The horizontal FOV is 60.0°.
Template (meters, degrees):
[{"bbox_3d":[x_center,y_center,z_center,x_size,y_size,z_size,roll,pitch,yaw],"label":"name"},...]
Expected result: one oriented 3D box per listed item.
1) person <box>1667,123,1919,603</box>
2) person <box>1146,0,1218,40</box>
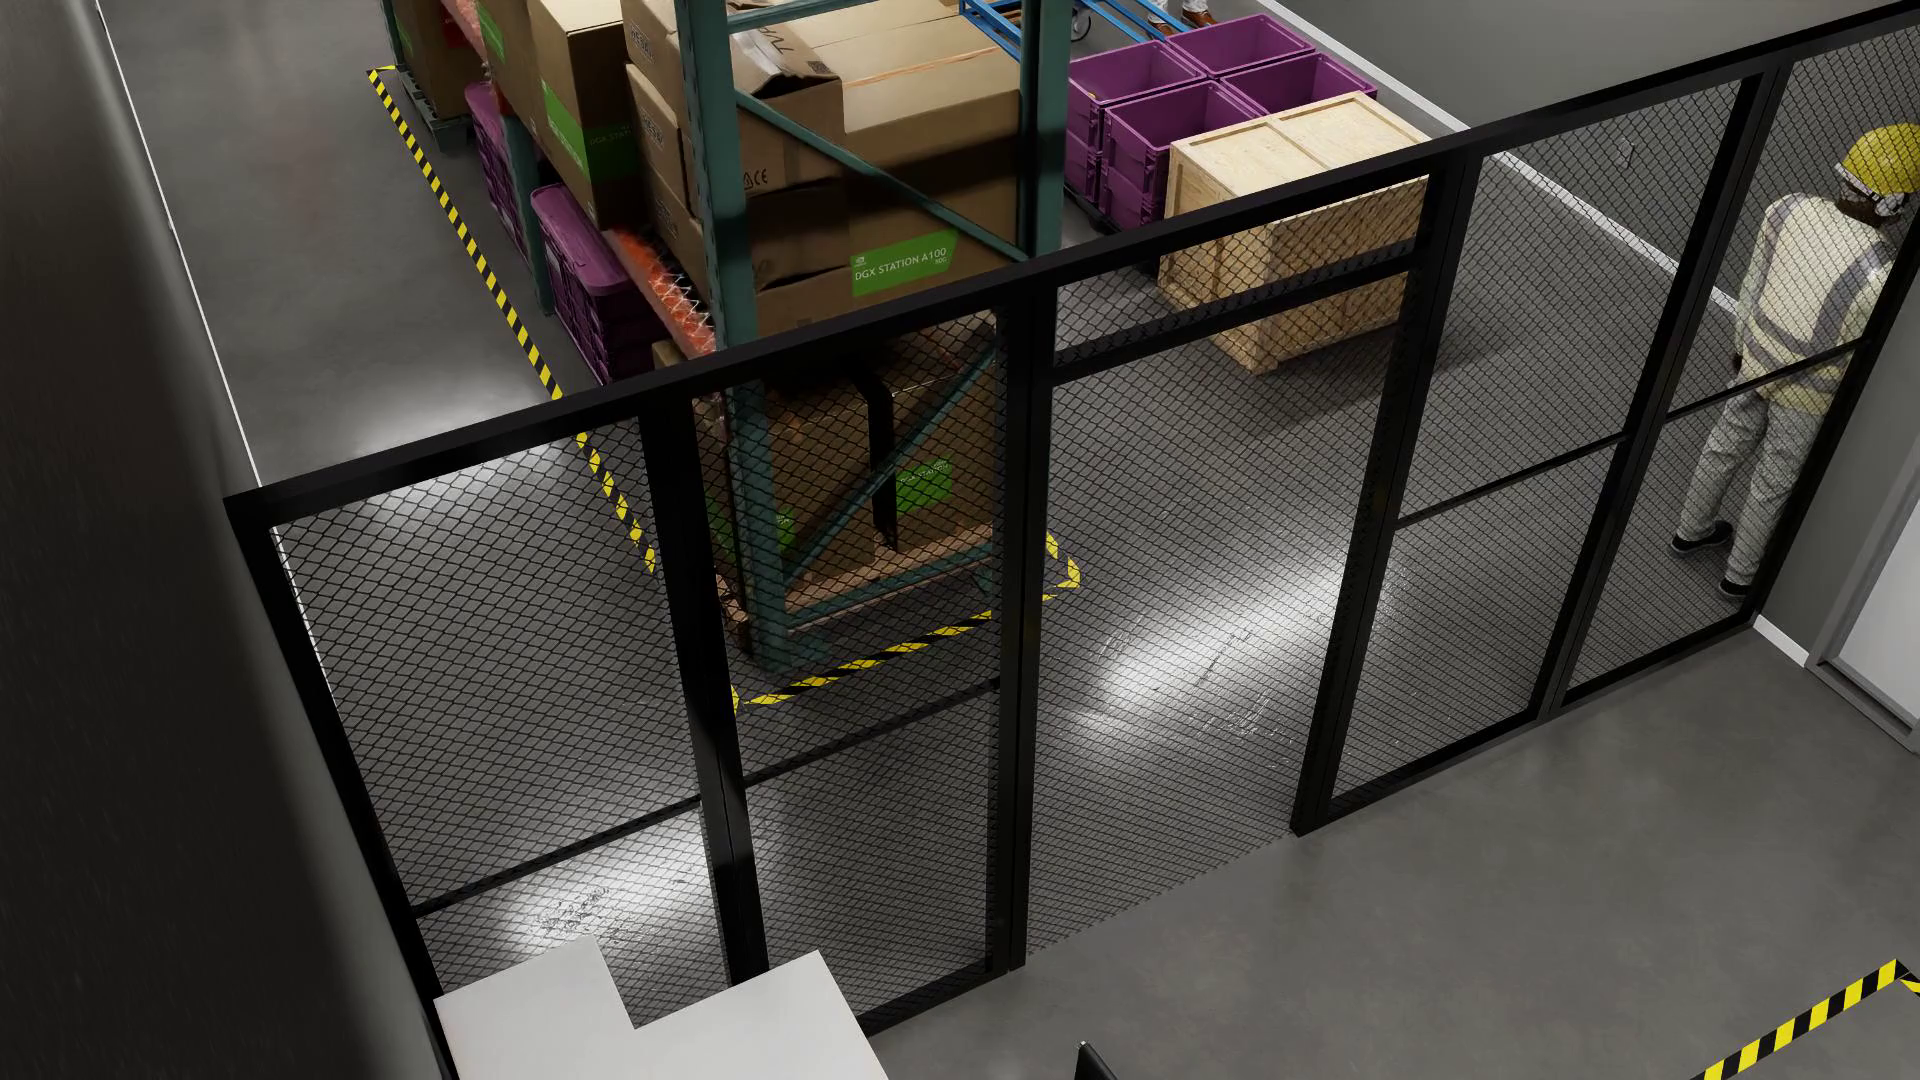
[{"bbox_3d":[2.856,-0.571,5.647,0.404,1.833,0.586,-14,44,-15],"label":"person"},{"bbox_3d":[1.273,-3.628,8.914,0.632,1.940,0.372,-22,47,-22],"label":"person"}]
